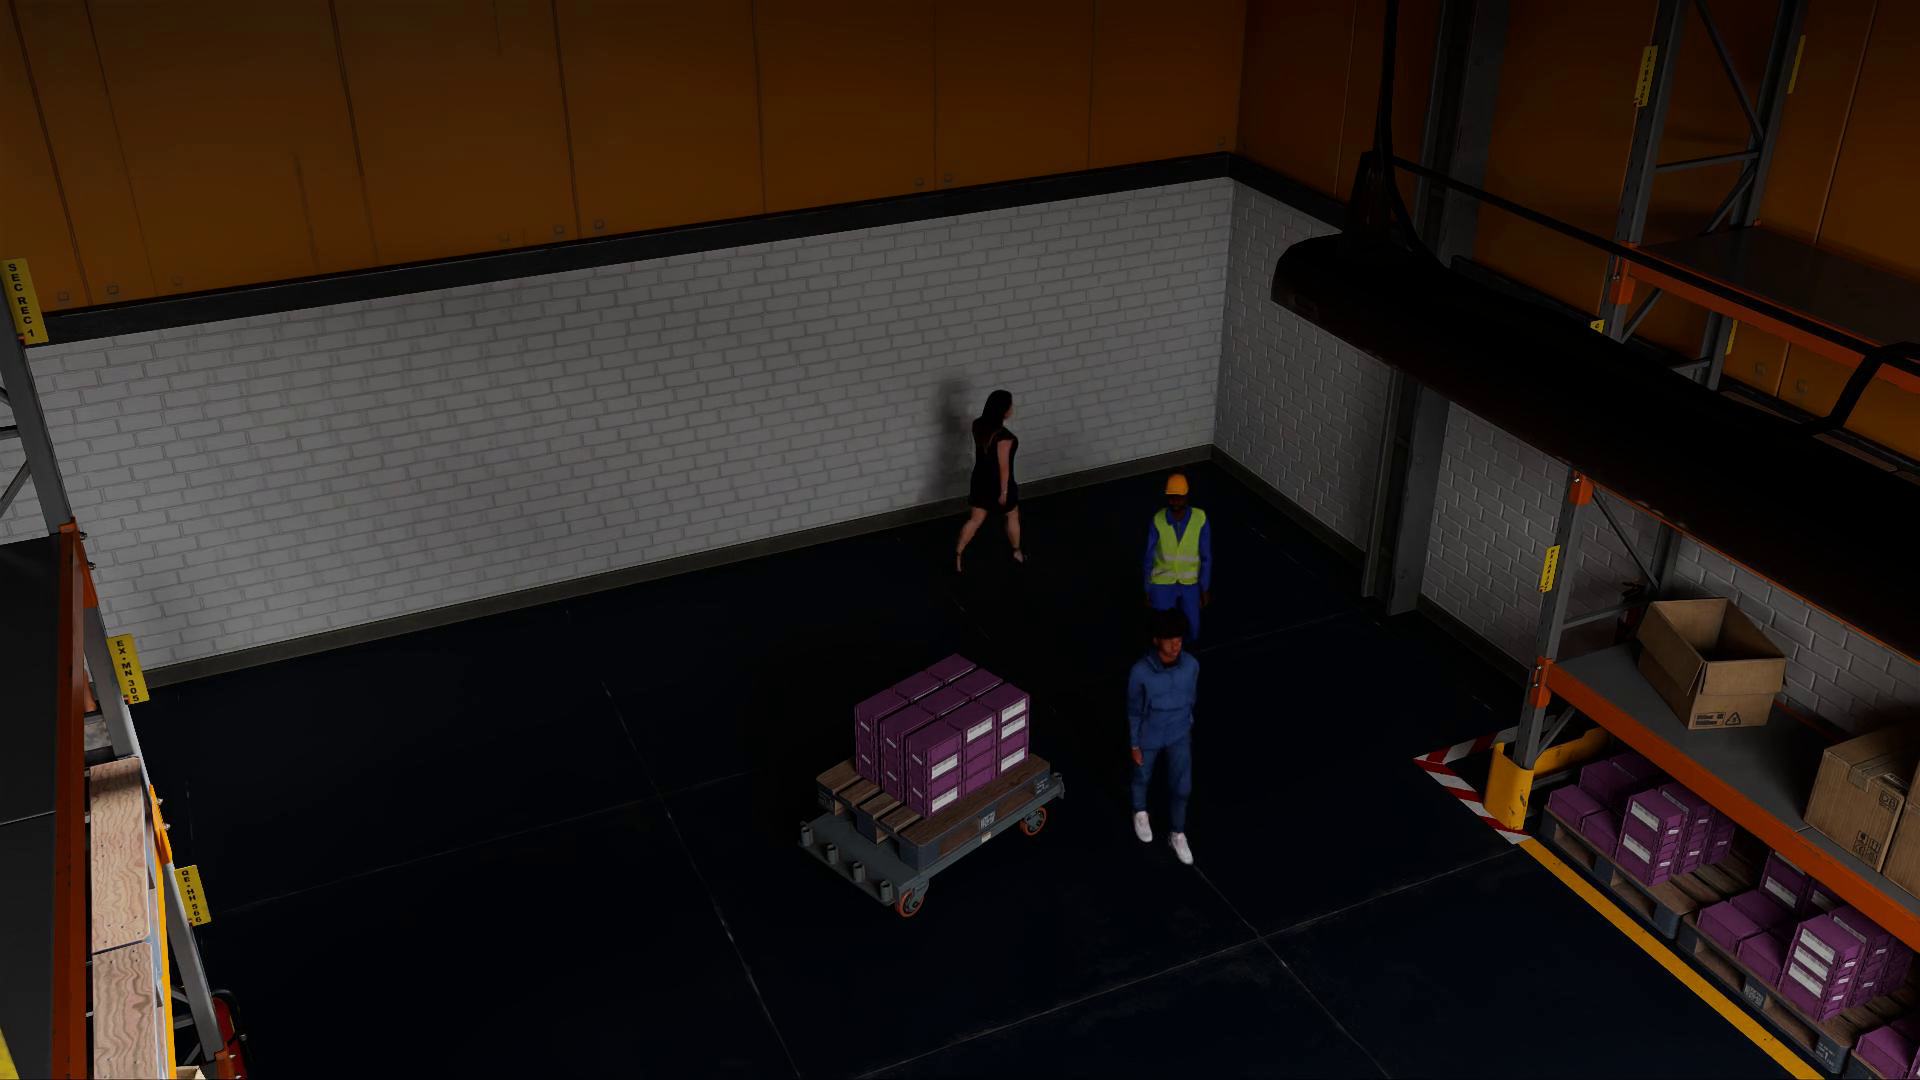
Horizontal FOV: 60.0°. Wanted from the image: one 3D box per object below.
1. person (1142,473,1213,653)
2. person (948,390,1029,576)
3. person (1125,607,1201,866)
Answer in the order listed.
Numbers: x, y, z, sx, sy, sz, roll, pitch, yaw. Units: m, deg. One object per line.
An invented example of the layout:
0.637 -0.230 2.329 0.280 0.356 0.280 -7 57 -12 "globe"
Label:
1.628 0.292 12.516 0.888 1.804 0.999 1 29 2 "person"
0.198 -0.433 13.972 0.866 1.680 1.046 -21 35 -33 "person"
1.267 1.196 10.868 0.781 1.795 0.900 -5 29 -10 "person"
